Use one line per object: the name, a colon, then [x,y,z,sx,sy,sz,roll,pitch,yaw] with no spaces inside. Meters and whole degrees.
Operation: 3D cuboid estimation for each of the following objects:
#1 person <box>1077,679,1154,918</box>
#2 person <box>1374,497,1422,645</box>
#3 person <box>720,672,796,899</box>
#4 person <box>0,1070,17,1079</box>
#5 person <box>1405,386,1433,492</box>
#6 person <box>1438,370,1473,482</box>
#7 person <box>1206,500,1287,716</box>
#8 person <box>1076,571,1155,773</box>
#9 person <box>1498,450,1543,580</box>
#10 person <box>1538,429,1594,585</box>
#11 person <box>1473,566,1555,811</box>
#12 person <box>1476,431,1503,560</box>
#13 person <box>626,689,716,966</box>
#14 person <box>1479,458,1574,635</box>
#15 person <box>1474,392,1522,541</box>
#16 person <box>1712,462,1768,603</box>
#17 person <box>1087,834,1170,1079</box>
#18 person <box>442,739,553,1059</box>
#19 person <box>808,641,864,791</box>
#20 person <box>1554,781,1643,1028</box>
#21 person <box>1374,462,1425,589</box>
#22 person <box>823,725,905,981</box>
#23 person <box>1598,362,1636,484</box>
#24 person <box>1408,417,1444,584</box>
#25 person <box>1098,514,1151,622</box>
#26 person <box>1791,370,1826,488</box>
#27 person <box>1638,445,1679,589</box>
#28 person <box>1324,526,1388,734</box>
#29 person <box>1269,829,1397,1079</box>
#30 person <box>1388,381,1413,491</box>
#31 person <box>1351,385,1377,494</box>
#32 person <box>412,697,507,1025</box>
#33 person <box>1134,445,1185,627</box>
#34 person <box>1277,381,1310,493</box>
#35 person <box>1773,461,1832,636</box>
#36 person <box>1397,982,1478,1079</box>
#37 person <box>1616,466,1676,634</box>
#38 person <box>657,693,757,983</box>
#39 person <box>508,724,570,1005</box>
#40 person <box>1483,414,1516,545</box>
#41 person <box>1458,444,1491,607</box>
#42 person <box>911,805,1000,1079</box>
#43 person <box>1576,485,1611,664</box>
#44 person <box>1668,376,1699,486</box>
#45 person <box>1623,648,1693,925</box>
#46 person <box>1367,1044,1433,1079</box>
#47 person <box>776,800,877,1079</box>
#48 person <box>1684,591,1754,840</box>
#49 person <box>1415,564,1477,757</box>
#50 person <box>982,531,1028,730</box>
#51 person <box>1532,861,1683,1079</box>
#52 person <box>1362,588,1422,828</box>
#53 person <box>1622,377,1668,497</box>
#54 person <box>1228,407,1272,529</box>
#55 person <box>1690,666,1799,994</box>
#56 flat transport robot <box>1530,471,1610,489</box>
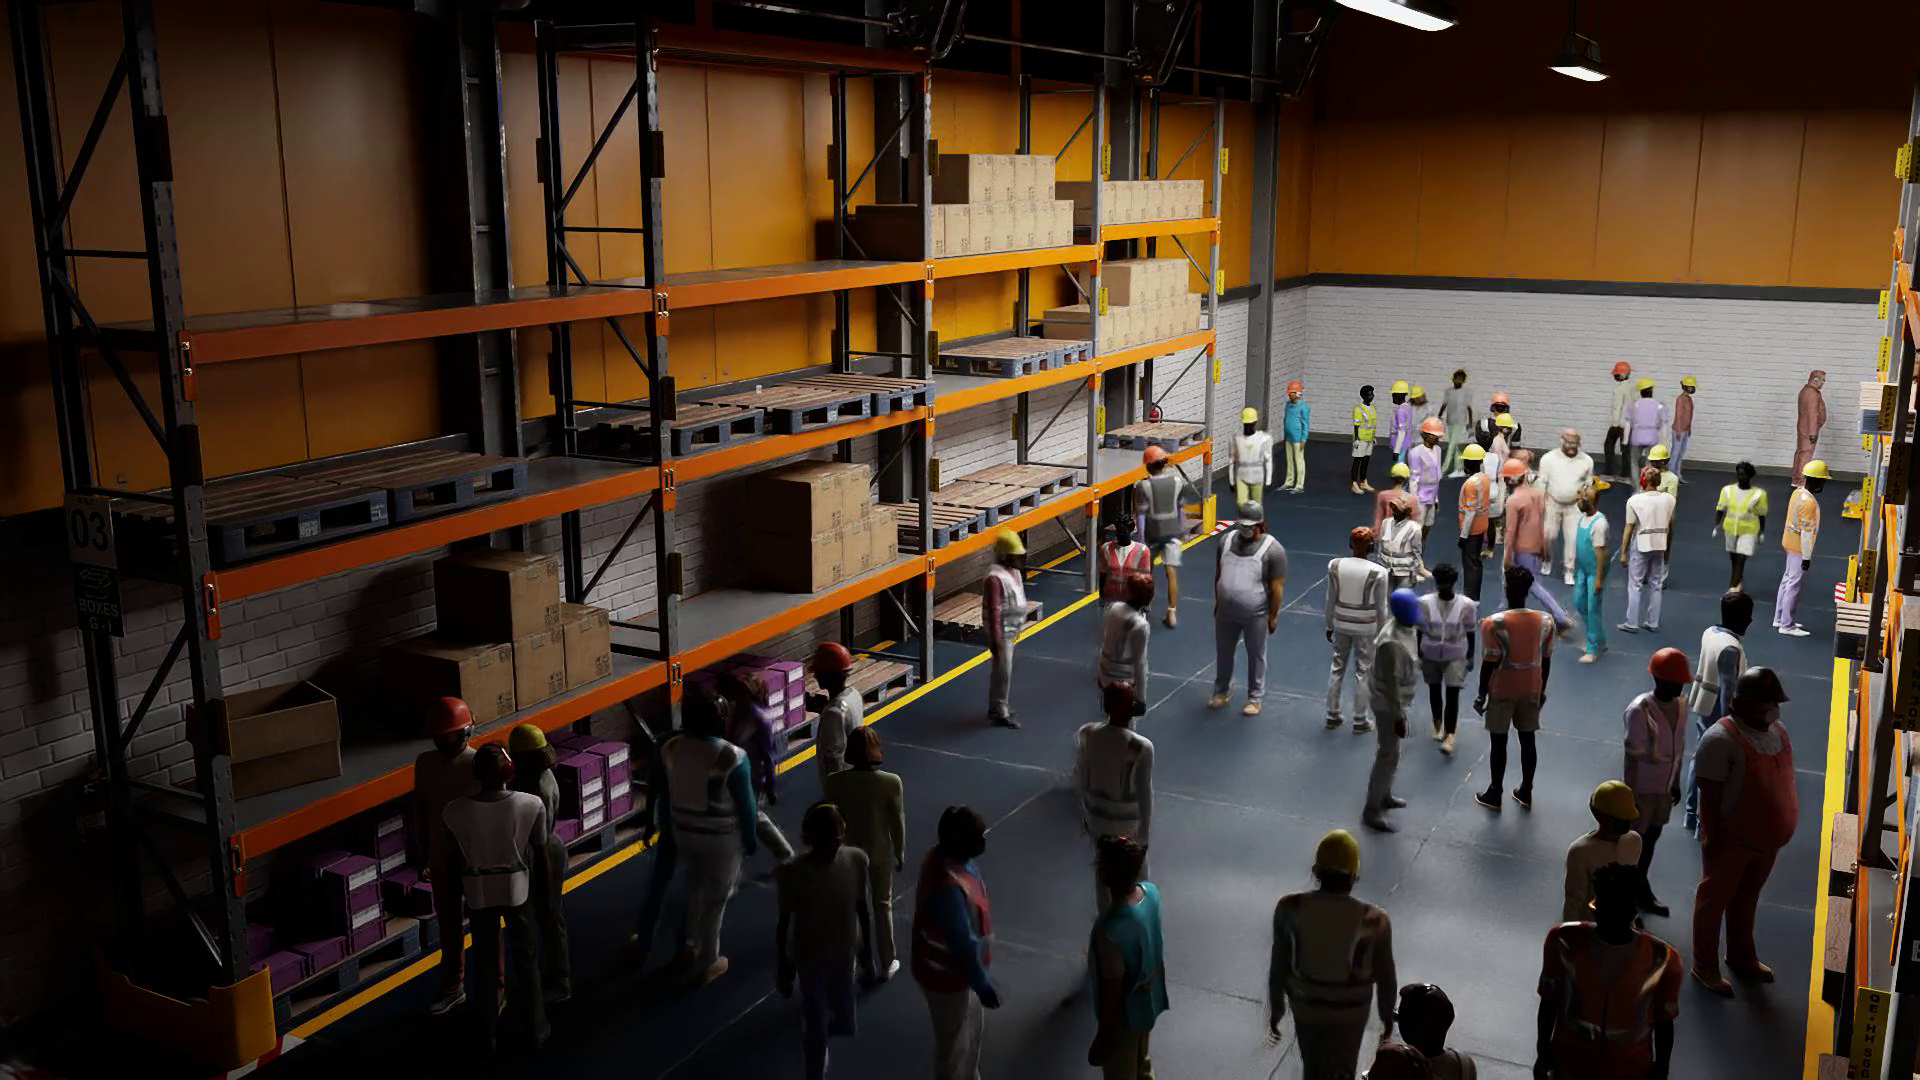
person: [0.967,1.789,10.489,0.580,1.865,0.460,9,16,36]
person: [4.604,0.343,17.483,0.313,1.639,0.513,-10,16,-38]
person: [-1.465,1.674,11.611,0.815,1.600,0.516,-9,15,-34]
person: [-4.056,2.693,6.721,0.576,1.730,0.579,2,13,7]
person: [7.025,-1.522,25.726,0.477,1.692,0.871,6,14,27]
person: [7.954,-1.850,26.913,0.976,1.804,0.580,-10,16,-39]
person: [2.628,0.613,15.366,0.693,2.000,0.535,9,15,35]
person: [1.291,1.157,13.343,0.502,1.866,0.632,-4,13,-19]
person: [6.961,-0.320,20.524,0.831,1.591,0.542,-9,15,-34]
person: [7.392,-0.423,20.365,0.671,1.895,0.570,3,13,13]
person: [4.337,1.166,13.056,0.600,1.967,0.369,-2,13,-8]
person: [6.727,-0.560,21.388,0.533,1.698,0.322,-7,14,-29]
person: [-1.775,1.815,10.529,0.696,1.799,0.393,3,13,12]
person: [6.198,0.092,17.994,1.004,1.930,0.624,10,16,37]
person: [7.267,-0.992,22.591,0.615,2.028,0.409,2,13,10]
person: [9.116,-0.103,19.453,0.887,1.644,0.542,-12,17,-42]
person: [0.811,2.326,8.131,0.394,1.846,0.564,7,14,28]
person: [-2.601,2.042,9.414,0.571,1.840,0.373,-3,13,-12]
person: [-0.822,1.616,11.111,0.365,1.938,0.544,2,13,11]
person: [3.515,2.151,9.099,0.534,1.767,0.313,-6,14,-25]
person: [4.958,-0.023,18.943,0.910,1.724,0.525,-10,16,-38]
person: [-0.593,1.944,10.324,0.507,1.631,0.271,0,13,1]
person: [10.615,-1.892,26.750,0.721,1.963,0.587,-10,16,-39]
person: [5.700,-0.496,20.328,0.393,2.040,0.611,12,17,44]
person: [1.610,0.564,16.379,0.536,1.693,0.319,4,13,19]
person: [13.363,-1.722,26.136,0.407,1.902,0.639,3,13,12]
person: [8.342,-0.272,19.969,0.334,1.760,0.526,-7,14,-28]
person: [3.542,0.801,14.905,0.575,1.876,0.343,9,15,35]
person: [1.854,2.318,8.311,0.608,1.789,0.934,5,14,23]
person: [6.488,-1.398,24.627,0.373,1.924,0.594,5,13,20]
person: [6.306,-1.571,25.922,0.536,1.696,0.318,-11,17,-41]
person: [-2.948,1.877,9.810,0.619,1.994,0.381,4,13,15]
person: [2.209,-0.074,18.578,0.617,1.977,1.106,-2,13,-11]
person: [5.211,-1.607,25.949,0.341,1.752,0.563,-6,14,-23]
person: [9.145,0.081,18.036,0.409,1.918,0.584,3,13,15]
person: [1.849,2.653,6.698,0.503,1.840,0.346,-11,17,-40]
person: [7.454,0.121,18.036,0.565,1.836,0.390,-2,13,-11]
person: [-1.536,1.839,10.376,0.626,1.820,0.546,7,14,27]
person: [-2.563,1.948,10.096,0.323,1.730,0.490,-5,13,-20]
person: [7.285,-0.831,22.449,0.321,1.767,0.533,5,14,23]
person: [5.831,-0.141,18.995,0.366,1.926,0.593,8,15,32]
person: [-0.021,2.227,8.628,0.445,1.822,0.626,1,13,6]
person: [6.518,0.358,17.014,0.445,1.828,0.679,-1,13,-2]
person: [11.559,-1.745,26.559,0.336,1.765,0.529,11,17,41]
person: [4.637,1.630,11.094,0.548,1.925,0.429,-7,14,-28]
person: [1.558,2.739,6.140,0.408,1.913,0.643,-2,13,-11]
person: [-0.728,2.183,8.784,0.543,1.843,0.675,-5,14,-22]
person: [5.694,1.316,12.507,0.391,1.914,0.587,2,13,9]
person: [4.170,1.026,14.391,0.540,1.643,0.867,5,14,22]
person: [0.409,0.804,15.054,0.420,1.815,0.632,4,13,18]
person: [2.937,2.384,7.609,0.608,1.962,0.374,5,14,23]
person: [3.343,1.255,12.808,0.396,1.906,0.668,5,14,23]
person: [10.387,-1.516,25.227,0.647,1.888,0.707,4,13,16]
person: [3.876,-0.855,22.252,0.586,1.902,0.834,3,13,12]
person: [4.850,1.764,10.211,0.683,2.000,0.537,-7,14,-27]
flat transport robot: [9.477,-0.952,26.369,1.431,0.197,0.652,-2,13,-8]
